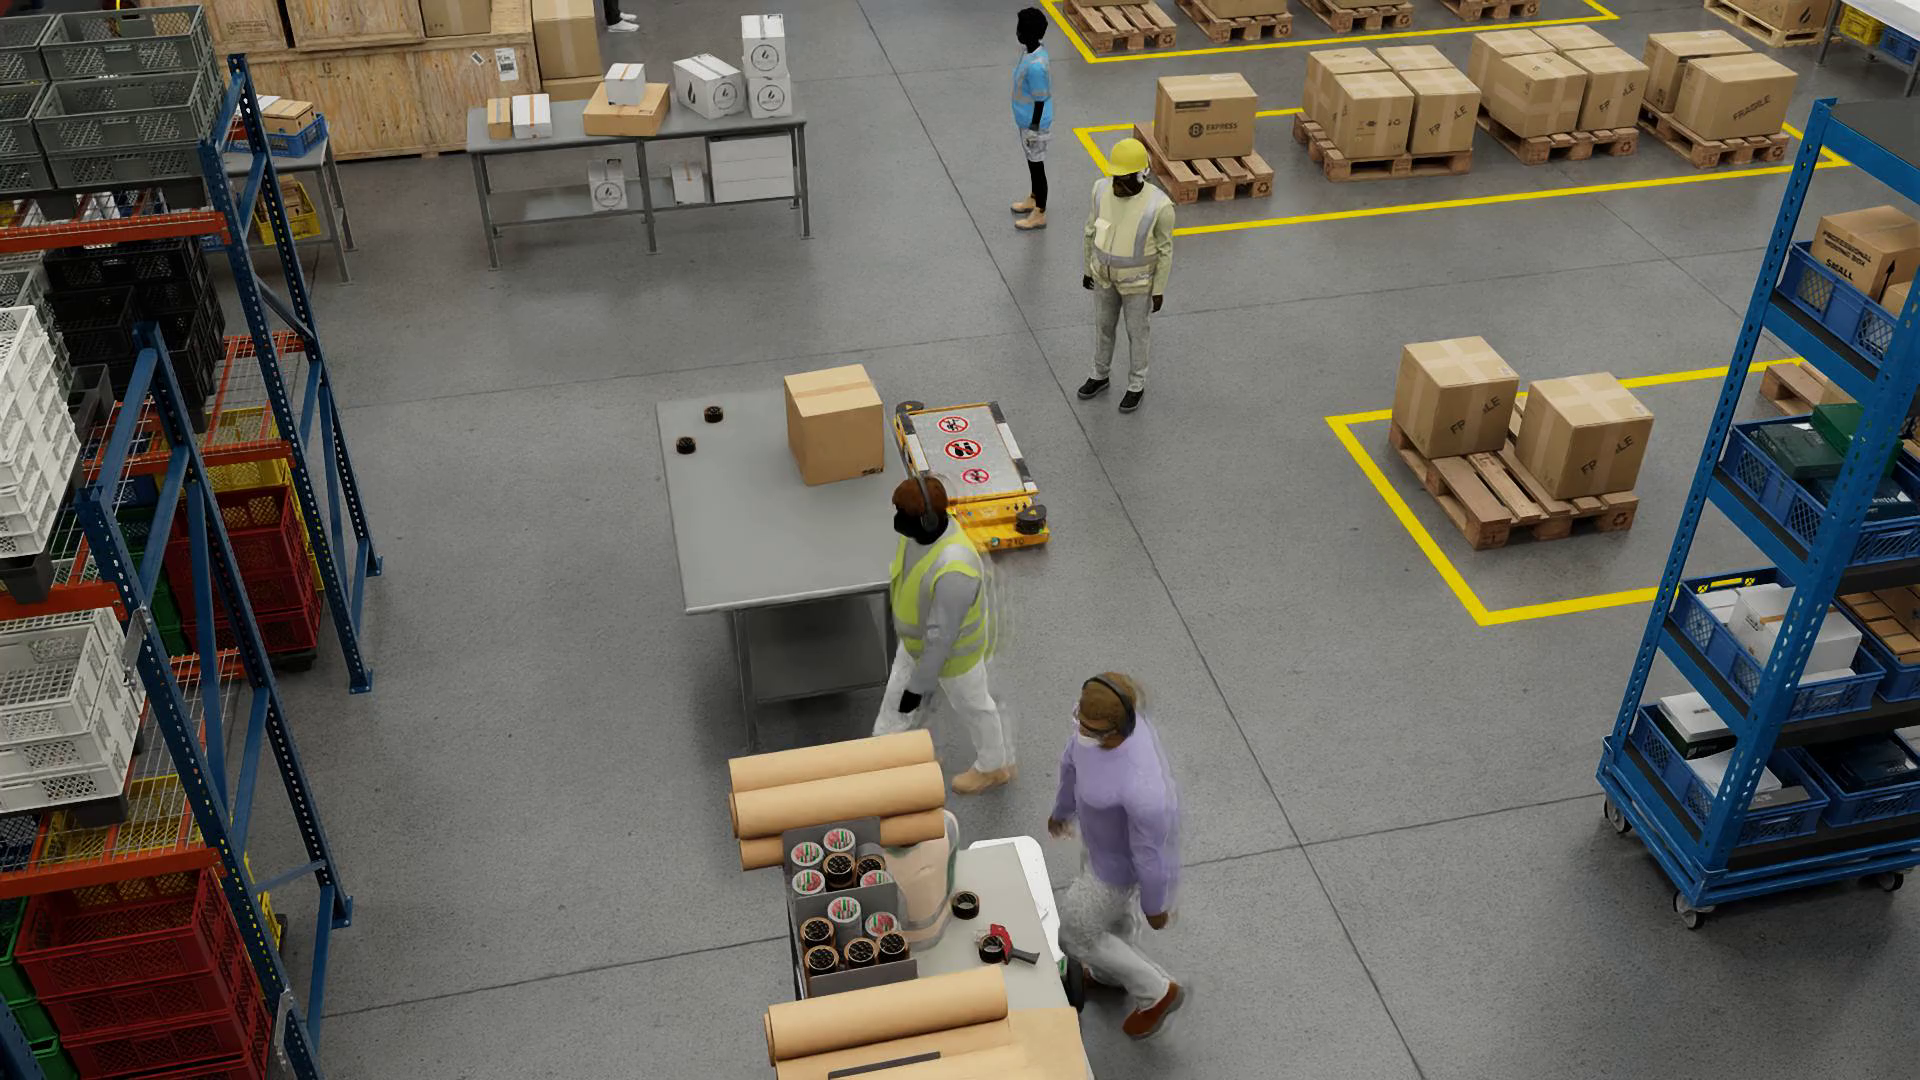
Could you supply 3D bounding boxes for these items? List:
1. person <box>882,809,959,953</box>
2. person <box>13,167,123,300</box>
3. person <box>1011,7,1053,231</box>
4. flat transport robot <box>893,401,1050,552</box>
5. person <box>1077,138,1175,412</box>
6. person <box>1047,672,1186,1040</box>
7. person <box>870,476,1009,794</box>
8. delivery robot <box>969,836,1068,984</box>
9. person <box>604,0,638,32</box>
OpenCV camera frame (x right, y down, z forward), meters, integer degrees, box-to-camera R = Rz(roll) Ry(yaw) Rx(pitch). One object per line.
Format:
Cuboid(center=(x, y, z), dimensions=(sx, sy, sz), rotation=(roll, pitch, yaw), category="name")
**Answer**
Cuboid(center=(-0.194, 1.531, 6.345), dimensions=(0.513, 1.631, 0.319), rotation=(-31, 46, -34), category="person")
Cuboid(center=(-5.654, -1.857, 10.686), dimensions=(0.574, 1.881, 0.357), rotation=(-27, 44, -31), category="person")
Cuboid(center=(0.544, -3.198, 12.641), dimensions=(0.317, 1.695, 0.540), rotation=(-2, 37, -2), category="person")
Cuboid(center=(0.046, -0.430, 10.108), dimensions=(0.652, 0.197, 1.431), rotation=(-8, 37, -10), category="flat transport robot")
Cuboid(center=(1.025, -1.663, 10.466), dimensions=(0.600, 1.829, 0.404), rotation=(23, 42, 27), category="person")
Cuboid(center=(0.610, 1.227, 6.513), dimensions=(0.523, 1.918, 0.618), rotation=(-2, 37, -2), category="person")
Cuboid(center=(-0.186, 0.499, 7.590), dimensions=(0.934, 1.798, 0.641), rotation=(-14, 39, -18), category="person")
Cuboid(center=(0.232, 1.591, 7.081), dimensions=(0.477, 0.478, 0.707), rotation=(-5, 37, -7), category="delivery robot")
Cuboid(center=(-3.417, -5.909, 16.113), dimensions=(0.388, 1.911, 0.592), rotation=(-9, 38, -12), category="person")
